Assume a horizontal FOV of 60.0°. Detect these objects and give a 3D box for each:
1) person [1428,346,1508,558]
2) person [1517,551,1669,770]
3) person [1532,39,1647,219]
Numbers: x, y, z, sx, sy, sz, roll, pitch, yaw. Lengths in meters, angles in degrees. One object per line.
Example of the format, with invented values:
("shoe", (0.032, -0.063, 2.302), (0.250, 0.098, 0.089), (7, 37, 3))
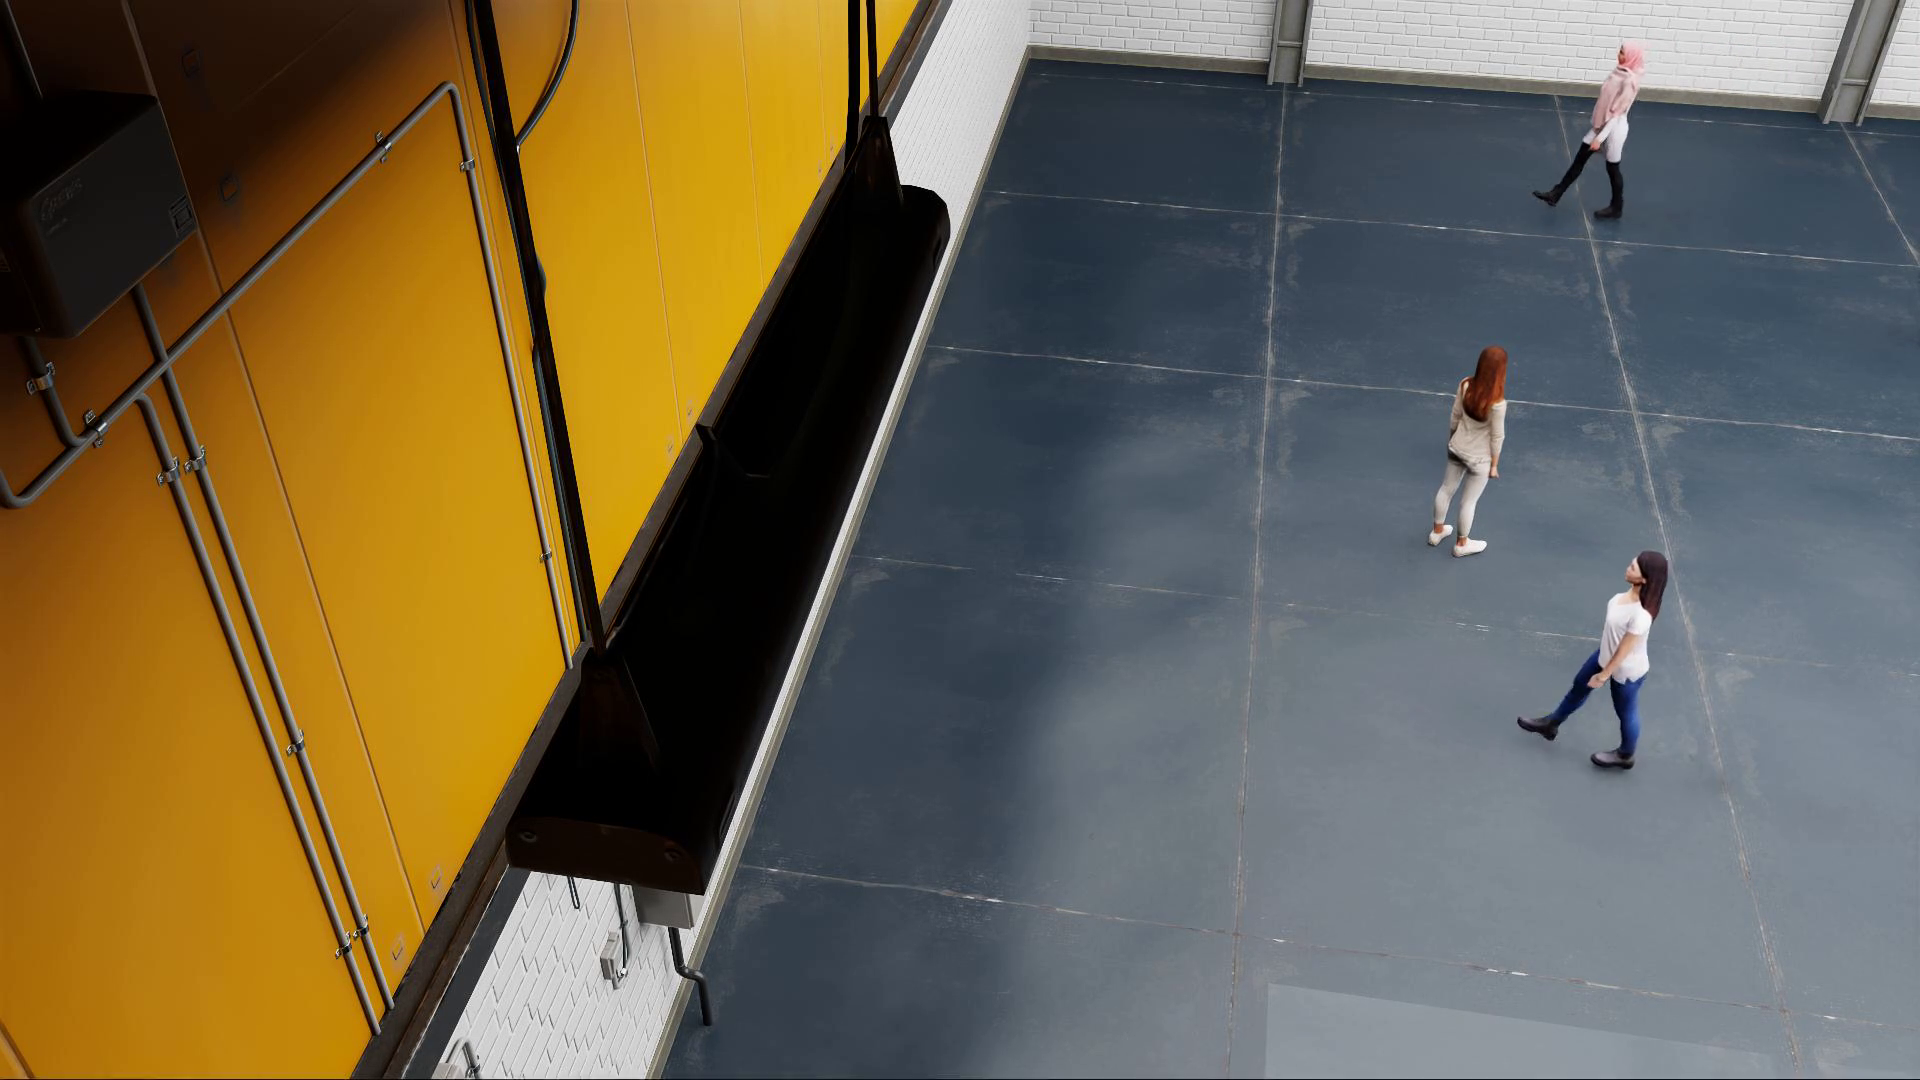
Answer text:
("person", (3.637, -0.627, 11.849), (0.744, 1.713, 0.684), (-24, 44, -27))
("person", (4.117, 0.790, 10.119), (0.954, 1.657, 0.630), (8, 39, 10))
("person", (6.289, -3.863, 15.858), (1.118, 1.767, 0.711), (3, 39, 4))
